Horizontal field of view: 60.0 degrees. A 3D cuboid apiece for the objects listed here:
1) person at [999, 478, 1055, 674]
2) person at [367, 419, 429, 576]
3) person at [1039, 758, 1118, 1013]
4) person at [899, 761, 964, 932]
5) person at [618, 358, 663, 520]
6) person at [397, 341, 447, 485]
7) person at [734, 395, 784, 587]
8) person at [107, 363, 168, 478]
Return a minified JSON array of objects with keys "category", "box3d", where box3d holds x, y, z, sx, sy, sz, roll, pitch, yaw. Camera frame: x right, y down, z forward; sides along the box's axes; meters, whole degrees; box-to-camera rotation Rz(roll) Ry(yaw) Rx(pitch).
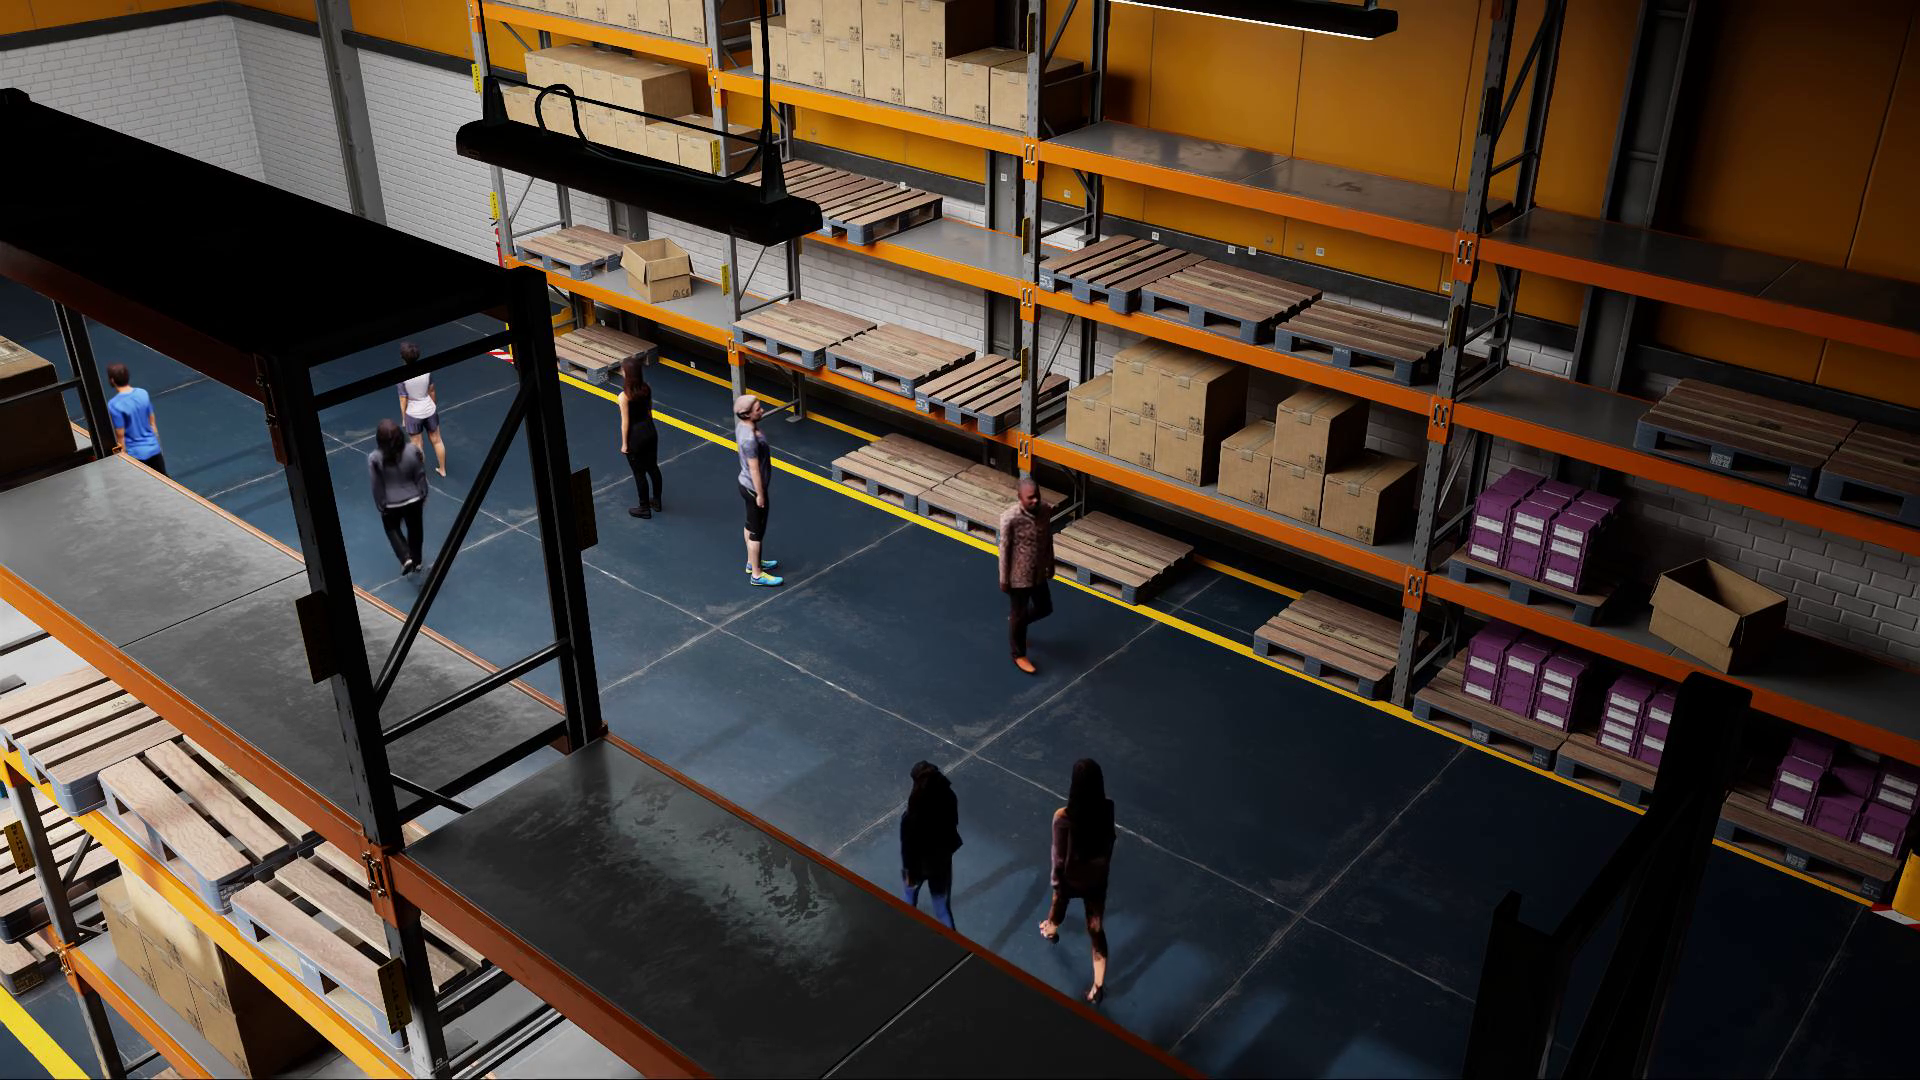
[{"category":"person","box3d":[0.519,0.242,14.228,0.811,1.788,0.894,-19,34,-31]},{"category":"person","box3d":[-5.211,-0.372,15.566,0.809,1.583,0.895,-16,32,-26]},{"category":"person","box3d":[0.828,2.236,10.590,0.987,1.771,1.173,-10,30,-18]},{"category":"person","box3d":[-0.167,2.184,10.892,0.913,1.573,1.142,-13,31,-22]},{"category":"person","box3d":[-3.209,-1.024,16.653,0.566,1.688,0.594,18,34,30]},{"category":"person","box3d":[-5.643,-1.347,17.372,0.533,1.566,0.571,25,37,38]},{"category":"person","box3d":[-1.908,-0.483,15.451,0.816,1.888,0.720,-7,29,-12]},{"category":"person","box3d":[-7.925,-0.826,16.112,0.662,1.858,0.685,10,30,17]}]
